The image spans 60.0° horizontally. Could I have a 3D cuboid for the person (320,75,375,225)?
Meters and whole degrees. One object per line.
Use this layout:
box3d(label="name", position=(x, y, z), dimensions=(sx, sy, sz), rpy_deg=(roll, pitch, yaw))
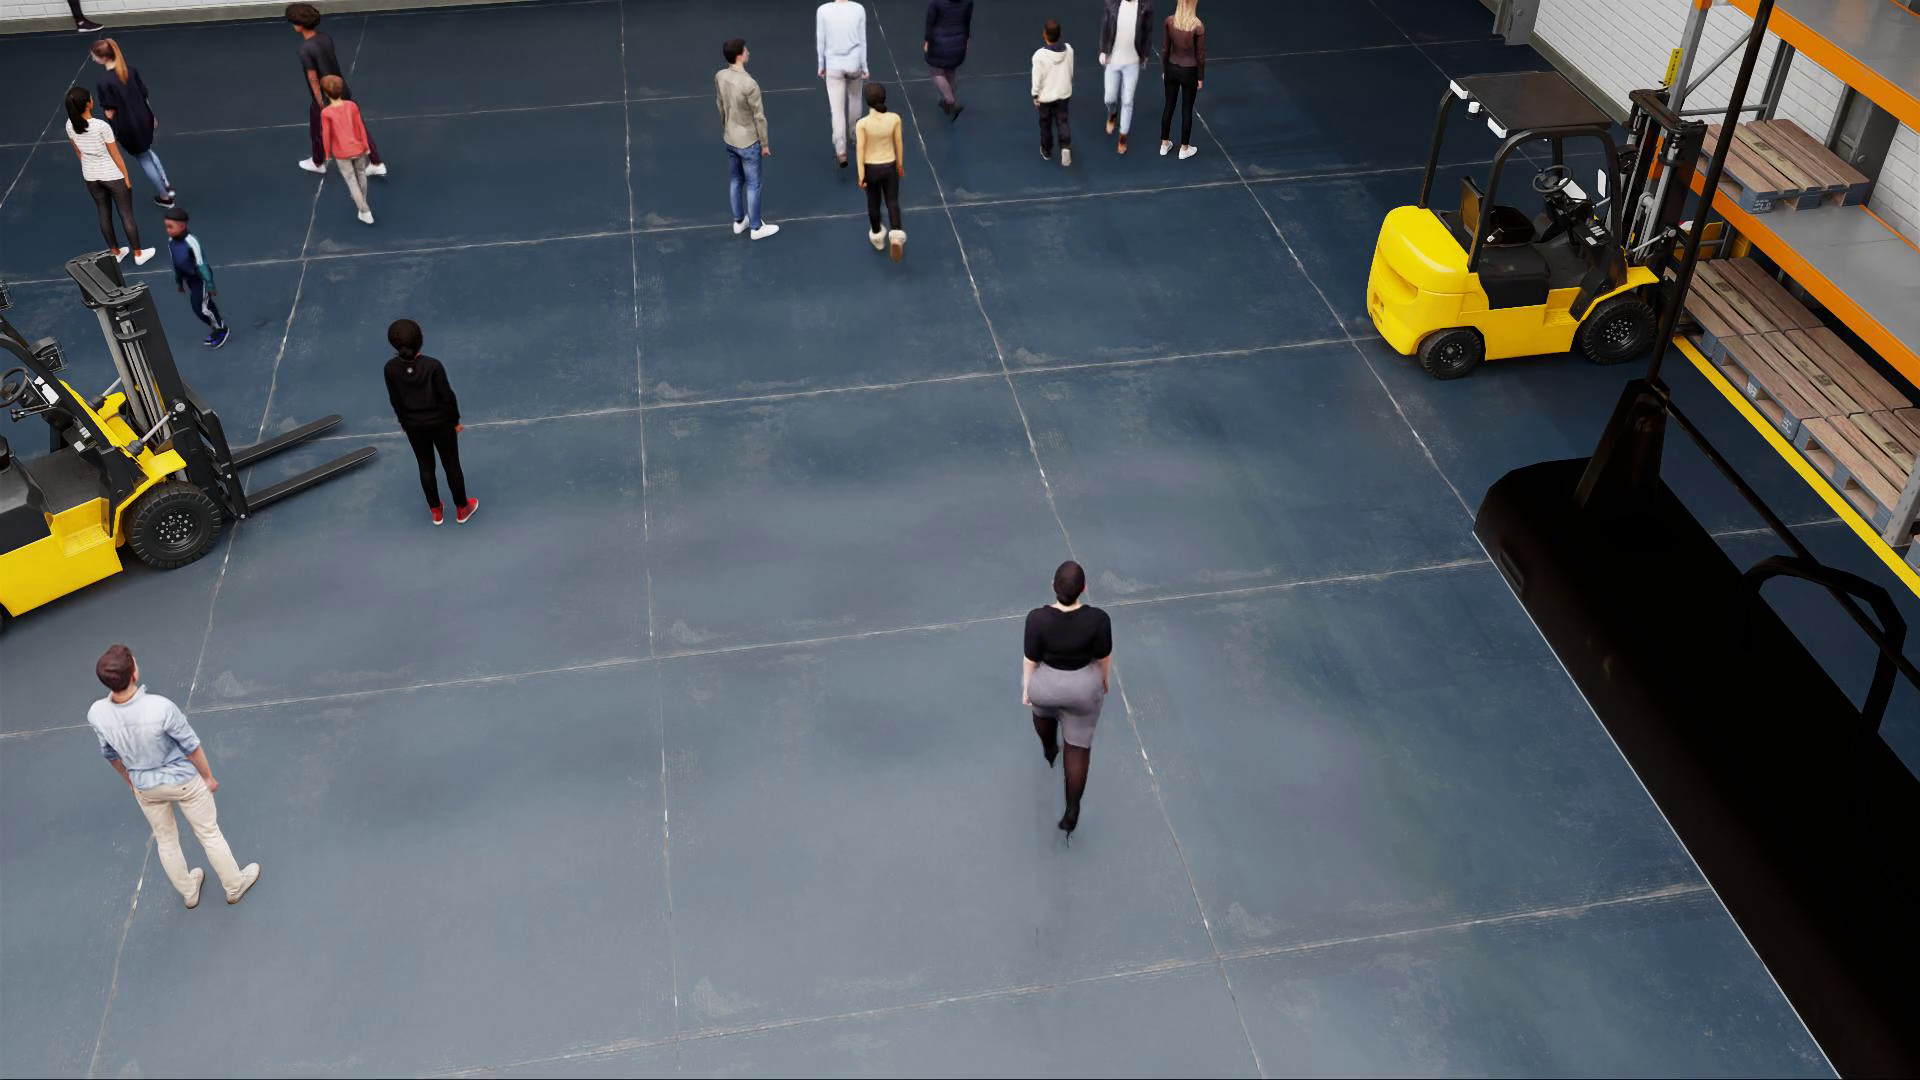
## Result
box3d(label="person", position=(-5.647, -3.598, 15.414), dimensions=(0.771, 1.397, 0.899), rpy_deg=(-28, 46, -30))

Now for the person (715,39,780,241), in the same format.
box3d(label="person", position=(-1.976, -3.631, 15.079), dimensions=(0.757, 1.867, 0.841), rpy_deg=(27, 46, 29))

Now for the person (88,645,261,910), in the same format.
box3d(label="person", position=(-4.265, 1.289, 8.934), dimensions=(0.665, 1.848, 0.583), rpy_deg=(-2, 39, -3))

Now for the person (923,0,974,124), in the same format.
box3d(label="person", position=(-0.118, -5.093, 17.071), dimensions=(0.860, 1.665, 1.004), rpy_deg=(-20, 43, -23))

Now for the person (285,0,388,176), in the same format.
box3d(label="person", position=(-5.985, -4.270, 15.985), dimensions=(1.056, 1.734, 1.157), rpy_deg=(12, 40, 15))

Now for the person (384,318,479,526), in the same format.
box3d(label="person", position=(-3.744, -0.828, 11.724), dimensions=(0.619, 1.674, 0.571), rpy_deg=(-2, 39, -2))

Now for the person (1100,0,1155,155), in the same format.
box3d(label="person", position=(1.632, -4.822, 16.604), dimensions=(0.775, 1.826, 0.876), rpy_deg=(4, 39, 4))

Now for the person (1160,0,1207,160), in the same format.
box3d(label="person", position=(2.188, -4.607, 16.431), dimensions=(0.668, 1.705, 0.715), rpy_deg=(21, 43, 24))

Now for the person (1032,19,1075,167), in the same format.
box3d(label="person", position=(0.946, -4.369, 16.341), dimensions=(0.618, 1.445, 0.816), rpy_deg=(-9, 40, -12))

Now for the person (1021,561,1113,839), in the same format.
box3d(label="person", position=(0.602, 0.922, 9.494), dimensions=(0.847, 1.722, 1.179), rpy_deg=(3, 39, 4))

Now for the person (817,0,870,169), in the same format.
box3d(label="person", position=(-1.134, -4.550, 16.244), dimensions=(0.726, 1.849, 1.271), rpy_deg=(-4, 39, -5))

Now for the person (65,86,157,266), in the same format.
box3d(label="person", position=(-7.584, -3.224, 14.749), dimensions=(0.610, 1.643, 0.590), rpy_deg=(3, 39, 4))

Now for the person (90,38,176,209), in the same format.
box3d(label="person", position=(-7.633, -3.831, 15.484), dimensions=(0.851, 1.673, 0.790), rpy_deg=(22, 43, 25))

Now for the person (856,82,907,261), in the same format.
box3d(label="person", position=(-0.680, -3.257, 14.788), dimensions=(0.616, 1.645, 0.929), rpy_deg=(-9, 39, -11))

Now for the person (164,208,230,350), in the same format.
box3d(label="person", position=(-6.273, -2.194, 13.779), dimensions=(0.609, 1.243, 0.662), rpy_deg=(21, 43, 24))
